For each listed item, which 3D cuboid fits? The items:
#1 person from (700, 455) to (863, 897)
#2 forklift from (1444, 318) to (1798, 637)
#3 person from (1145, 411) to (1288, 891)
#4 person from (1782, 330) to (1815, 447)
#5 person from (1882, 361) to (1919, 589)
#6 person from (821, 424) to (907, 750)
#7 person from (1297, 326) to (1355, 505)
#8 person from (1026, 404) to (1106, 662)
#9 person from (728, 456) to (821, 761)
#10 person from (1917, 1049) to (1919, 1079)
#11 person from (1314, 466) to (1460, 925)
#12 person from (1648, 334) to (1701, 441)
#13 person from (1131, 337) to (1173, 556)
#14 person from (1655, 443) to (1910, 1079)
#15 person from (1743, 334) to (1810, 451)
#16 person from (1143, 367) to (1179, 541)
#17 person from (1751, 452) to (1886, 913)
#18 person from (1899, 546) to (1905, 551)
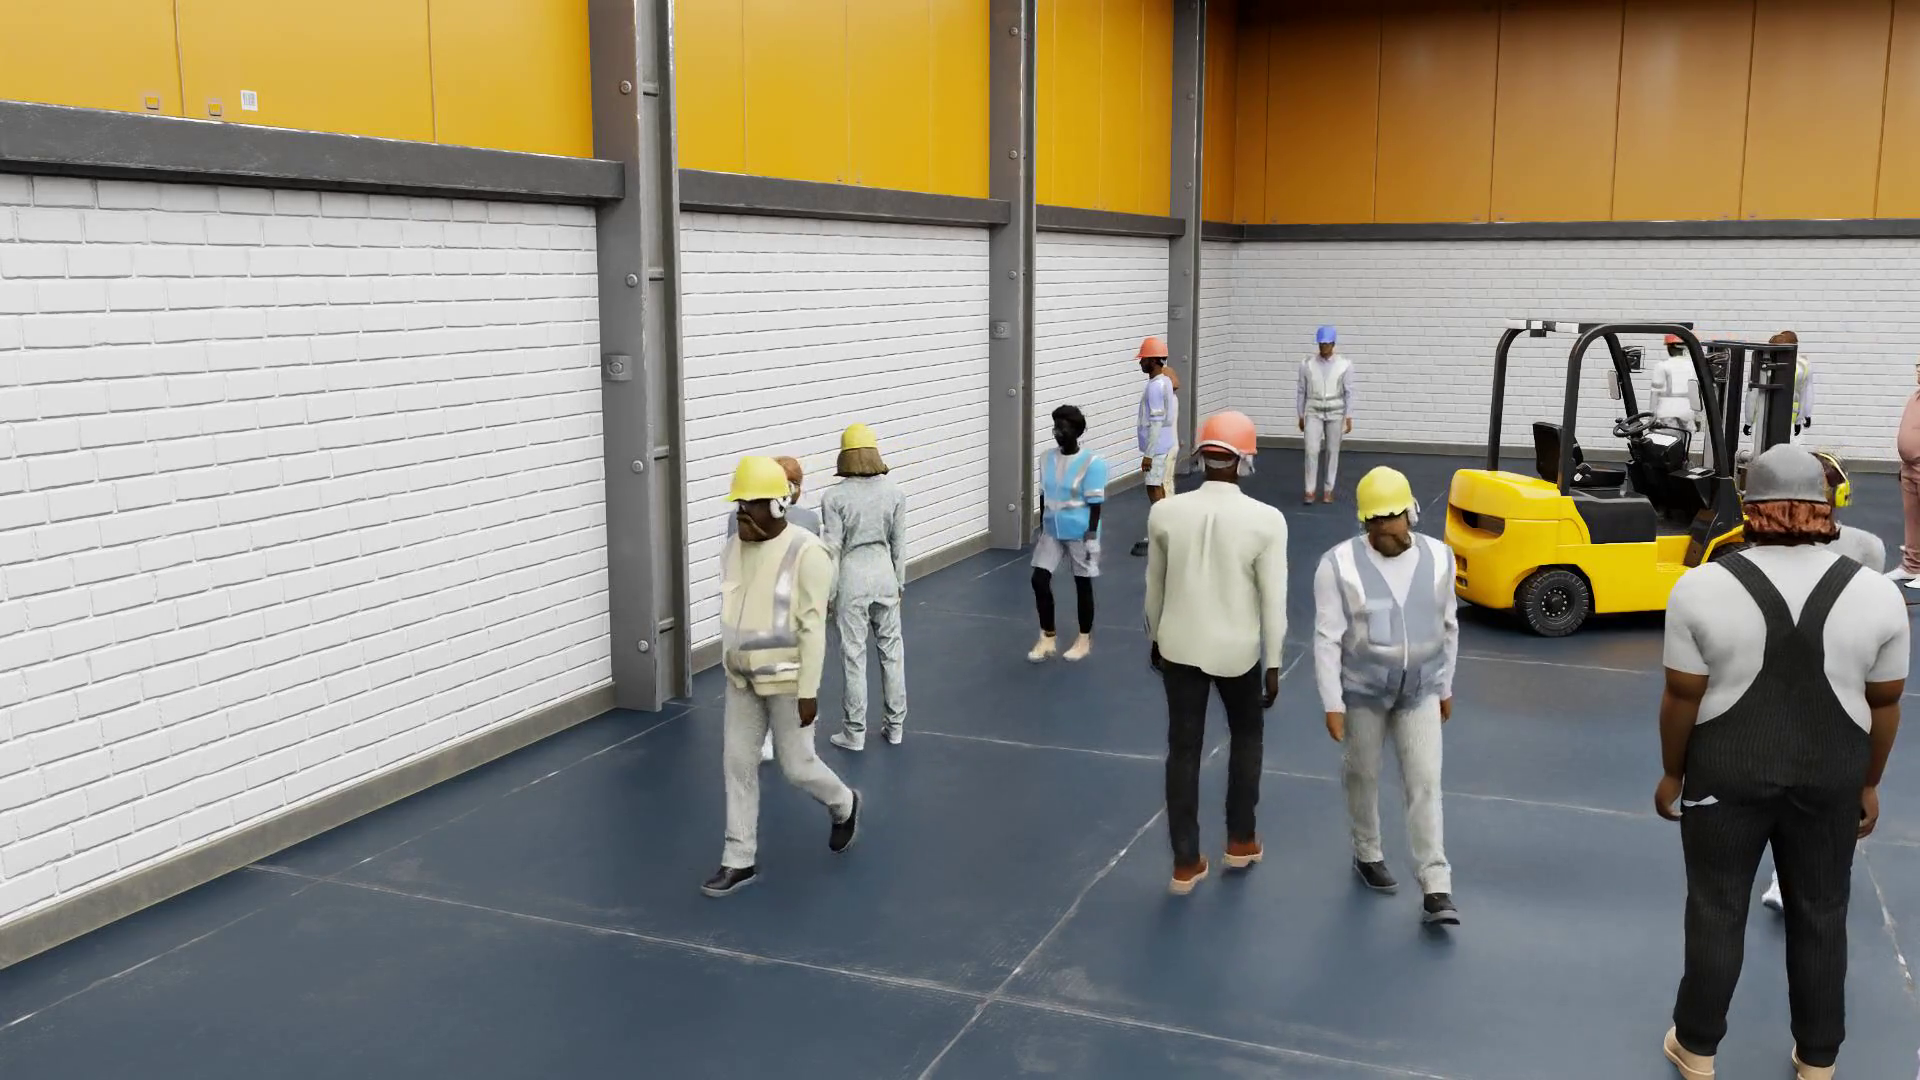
[{"bbox_3d":[-0.743,0.537,6.904,0.597,1.807,0.751,7,11,34],"label":"person"},{"bbox_3d":[4.706,-0.497,11.990,2.313,2.155,1.214,-2,10,-10],"label":"forklift"},{"bbox_3d":[1.075,0.441,6.966,0.638,1.963,0.741,4,10,21],"label":"person"},{"bbox_3d":[9.276,-1.434,18.751,0.641,1.840,0.429,7,11,35],"label":"person"},{"bbox_3d":[7.700,-0.569,13.289,0.406,1.911,0.639,0,9,1],"label":"person"},{"bbox_3d":[-0.523,0.249,8.863,0.487,1.733,0.326,-5,11,-28],"label":"person"},{"bbox_3d":[3.905,-1.322,17.798,0.620,1.914,0.837,3,10,15],"label":"person"},{"bbox_3d":[0.651,-0.025,10.656,0.558,1.674,0.593,8,12,39],"label":"person"},{"bbox_3d":[-0.994,0.341,8.791,0.532,1.567,0.871,0,9,-1],"label":"person"},{"bbox_3d":[1.940,1.150,2.879,0.640,1.910,0.409,1,9,3],"label":"person"},{"bbox_3d":[1.705,0.610,6.521,0.607,1.785,0.889,-1,9,-3],"label":"person"},{"bbox_3d":[7.972,-1.414,18.503,0.546,1.890,0.984,-1,9,-4],"label":"person"},{"bbox_3d":[1.702,-0.820,14.724,0.357,1.938,0.545,2,10,14],"label":"person"},{"bbox_3d":[2.518,0.700,5.199,0.676,2.000,0.536,3,10,15],"label":"person"},{"bbox_3d":[8.655,-1.265,17.710,0.626,1.844,0.429,1,9,4],"label":"person"},{"bbox_3d":[1.883,-0.797,15.552,0.308,1.625,0.517,4,10,23],"label":"person"},{"bbox_3d":[3.331,0.568,6.647,0.932,1.824,0.534,-9,13,-44],"label":"person"},{"bbox_3d":[8.674,-0.738,14.437,0.652,1.875,0.927,-5,10,-26],"label":"person"}]
